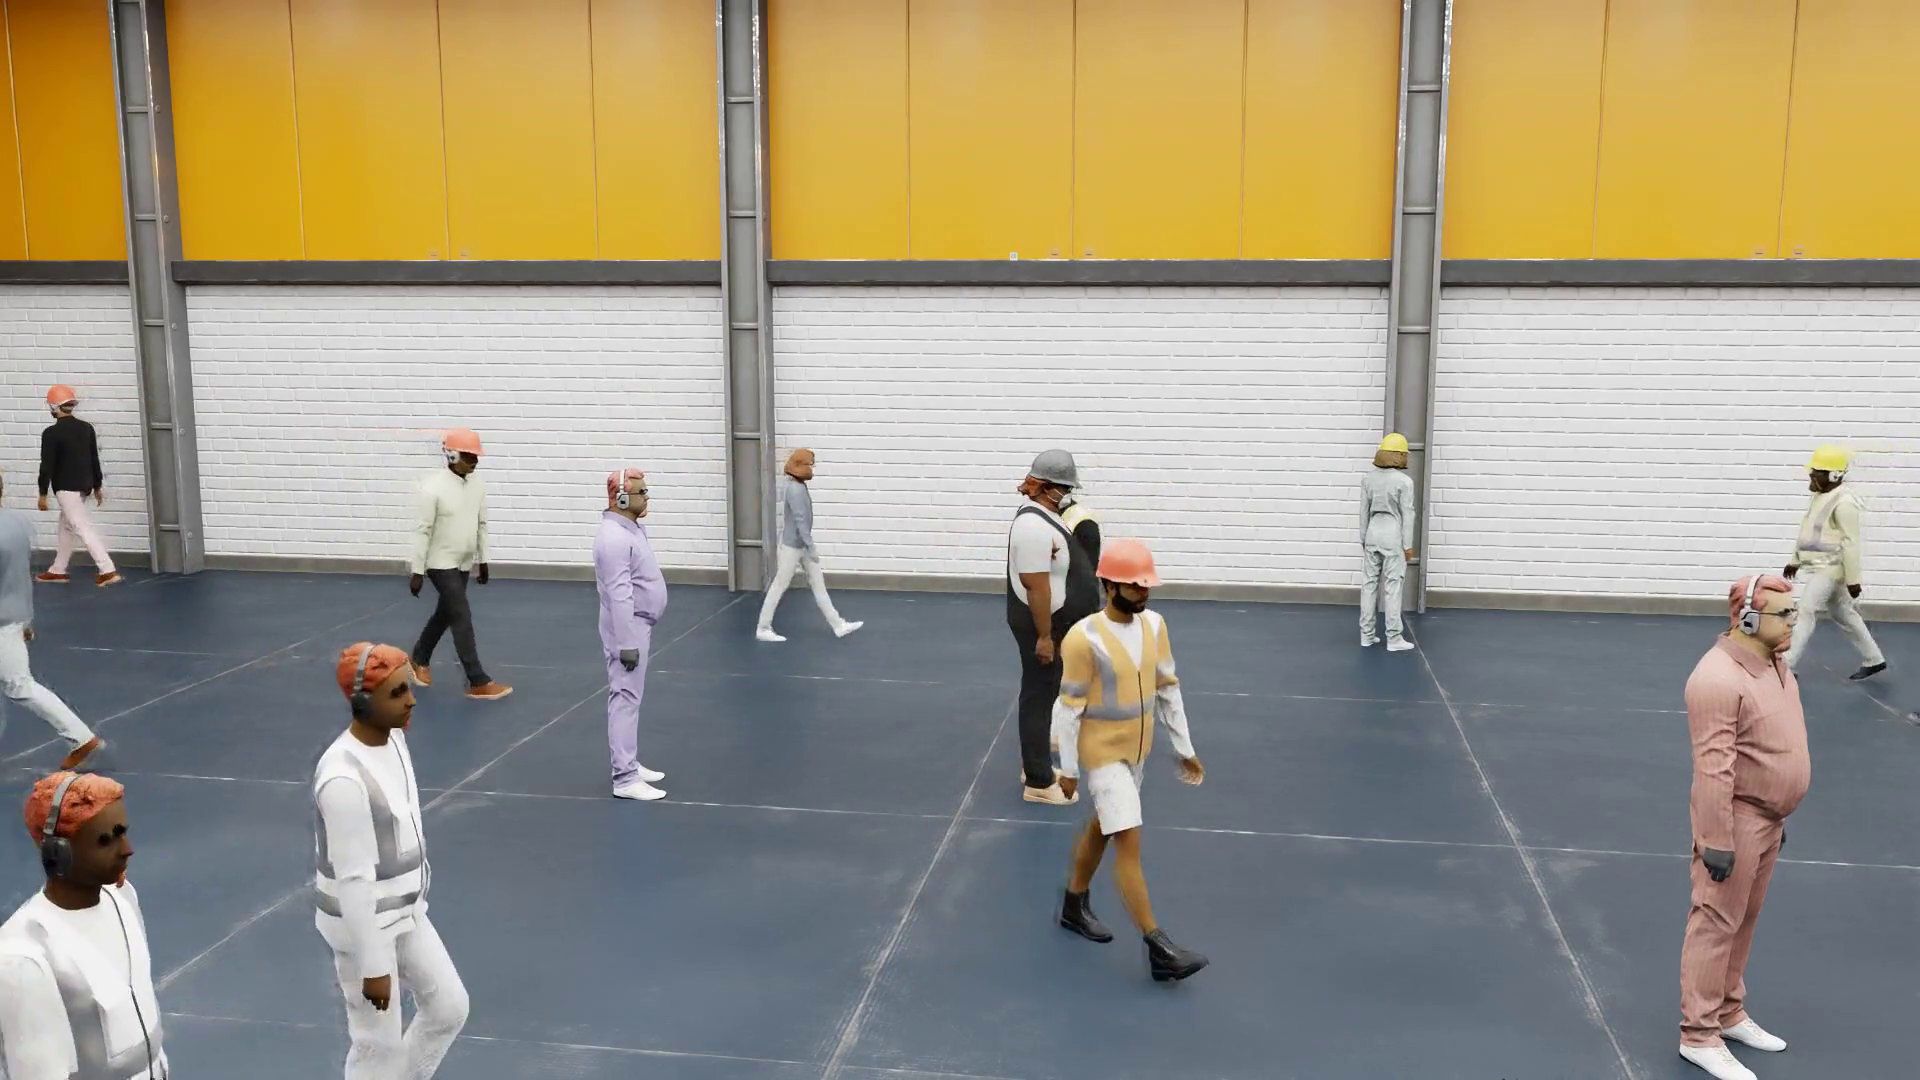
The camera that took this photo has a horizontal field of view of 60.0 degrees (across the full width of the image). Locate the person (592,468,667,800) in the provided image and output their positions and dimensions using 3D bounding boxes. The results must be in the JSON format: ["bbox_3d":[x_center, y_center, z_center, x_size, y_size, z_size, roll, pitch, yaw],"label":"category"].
[{"bbox_3d":[-1.896,0.534,9.618,0.409,1.909,0.641,-2,9,-10],"label":"person"}]

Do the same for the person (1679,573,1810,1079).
[{"bbox_3d":[2.984,1.068,6.314,0.411,1.911,0.643,8,12,42],"label":"person"}]

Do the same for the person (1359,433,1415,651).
[{"bbox_3d":[3.436,0.013,13.353,0.321,1.736,0.487,-8,12,-40],"label":"person"}]

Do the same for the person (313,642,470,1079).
[{"bbox_3d":[-1.836,1.243,5.361,0.435,1.865,0.600,0,9,-1],"label":"person"}]

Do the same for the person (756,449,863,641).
[{"bbox_3d":[-1.271,0.050,13.591,0.892,1.584,0.504,1,9,3],"label":"person"}]

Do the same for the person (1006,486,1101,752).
[{"bbox_3d":[0.514,0.431,10.504,0.692,1.819,0.647,-5,10,-27],"label":"person"}]

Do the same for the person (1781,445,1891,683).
[{"bbox_3d":[6.378,0.191,12.138,0.972,1.787,0.582,3,10,15],"label":"person"}]

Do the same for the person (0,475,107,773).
[{"bbox_3d":[-5.651,0.494,9.906,0.965,1.905,0.643,-2,9,-12],"label":"person"}]

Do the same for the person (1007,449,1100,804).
[{"bbox_3d":[0.536,0.473,9.581,0.536,2.000,0.677,0,9,2],"label":"person"}]

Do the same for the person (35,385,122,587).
[{"bbox_3d":[-8.509,-0.512,15.956,1.009,1.950,0.630,2,9,11],"label":"person"}]

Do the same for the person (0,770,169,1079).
[{"bbox_3d":[-2.199,1.465,4.084,0.953,1.851,0.577,0,9,2],"label":"person"}]

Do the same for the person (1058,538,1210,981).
[{"bbox_3d":[0.746,0.929,7.229,0.565,1.885,0.997,-8,12,-42],"label":"person"}]

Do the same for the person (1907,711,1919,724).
[{"bbox_3d":[6.646,0.412,10.797,0.859,1.764,0.604,3,10,18],"label":"person"}]

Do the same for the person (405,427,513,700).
[{"bbox_3d":[-3.688,0.154,11.896,1.023,1.941,0.665,4,10,22],"label":"person"}]
